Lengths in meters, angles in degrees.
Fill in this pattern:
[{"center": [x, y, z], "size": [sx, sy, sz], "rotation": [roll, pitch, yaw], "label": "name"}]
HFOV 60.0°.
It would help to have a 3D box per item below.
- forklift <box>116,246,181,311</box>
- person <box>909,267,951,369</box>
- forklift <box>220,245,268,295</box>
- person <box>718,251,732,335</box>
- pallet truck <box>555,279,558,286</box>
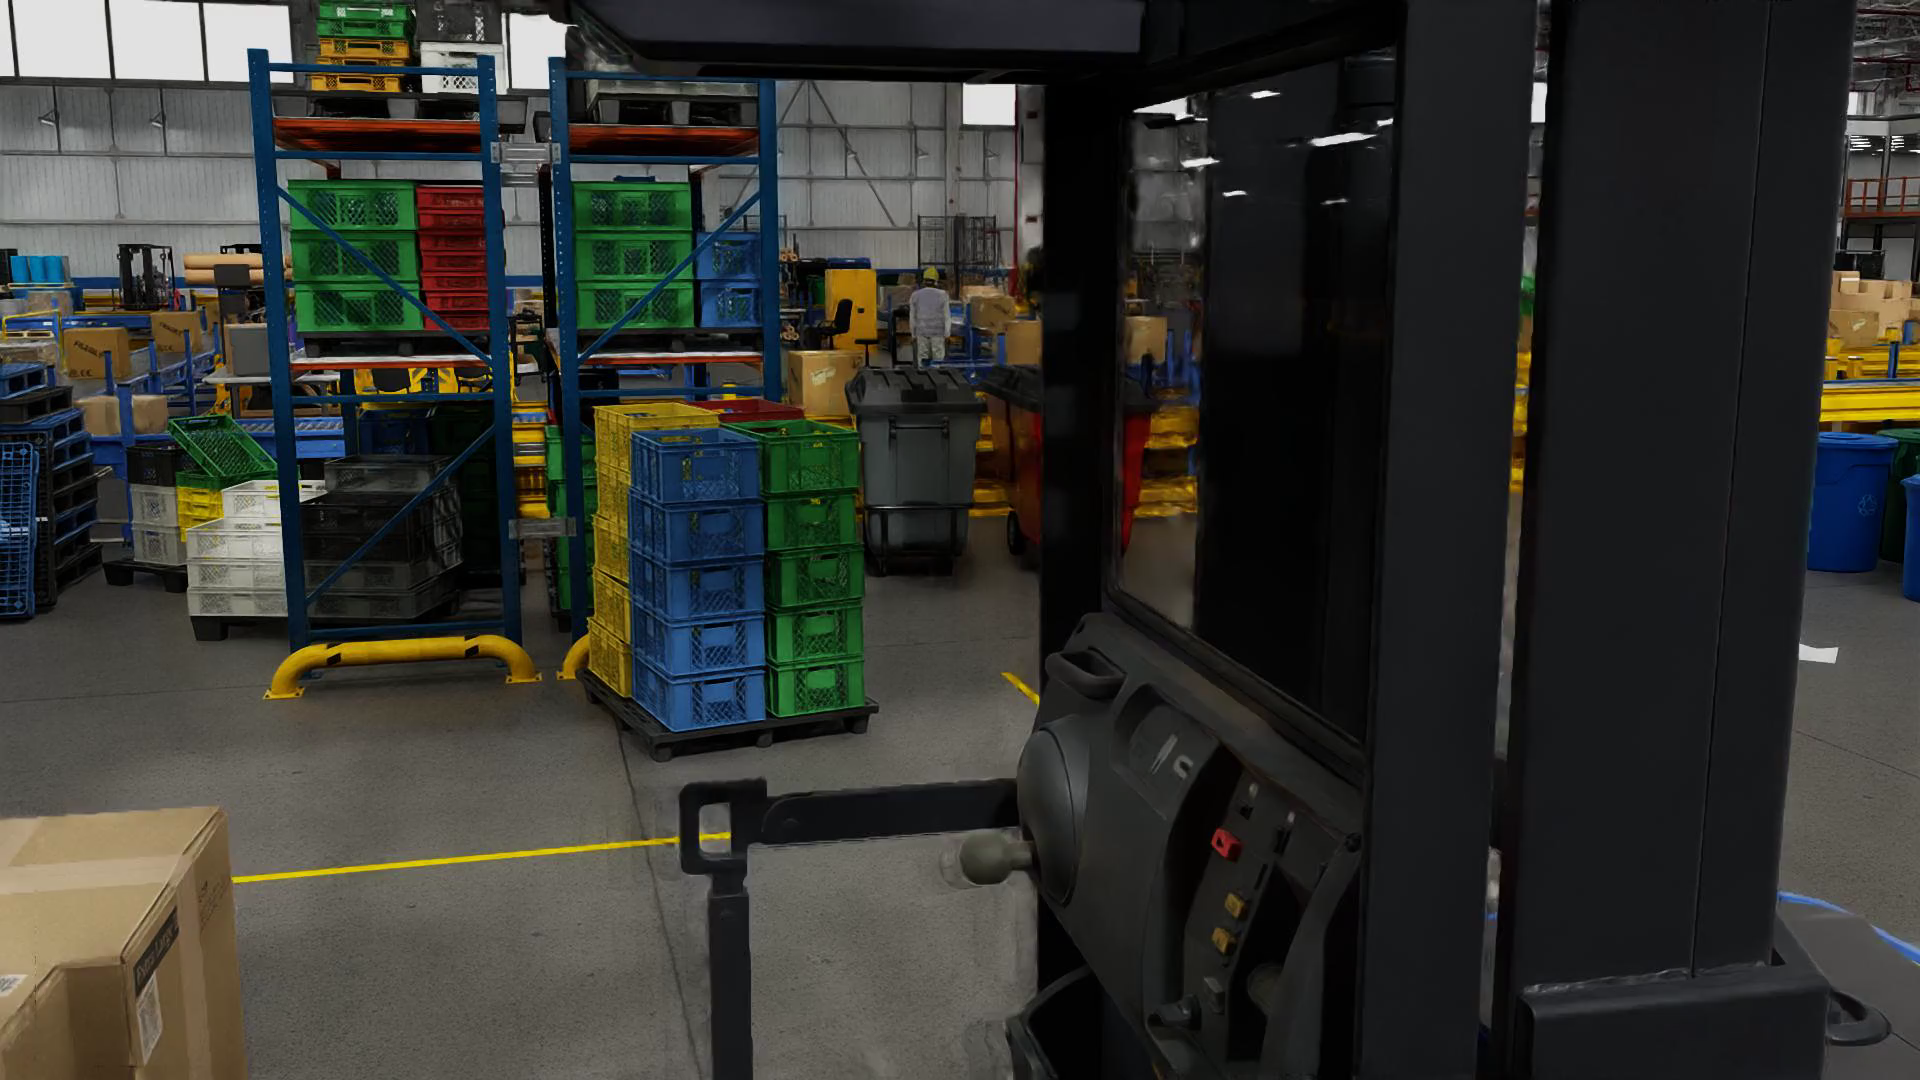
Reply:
[{"center": [-19.966, -6.232, 40.894], "size": [1.157, 1.987, 2.680], "rotation": [-3, 10, -15], "label": "forklift"}, {"center": [-0.410, -2.917, 23.438], "size": [0.594, 1.832, 0.403], "rotation": [2, 10, 12], "label": "person"}, {"center": [-17.749, -6.334, 41.440], "size": [1.157, 1.987, 2.680], "rotation": [-3, 10, -17], "label": "forklift"}, {"center": [-4.340, -4.372, 31.112], "size": [0.388, 2.034, 0.605], "rotation": [-2, 10, -9], "label": "person"}, {"center": [-10.604, -6.375, 44.520], "size": [0.653, 1.274, 1.630], "rotation": [-3, 10, -15], "label": "pallet truck"}]
